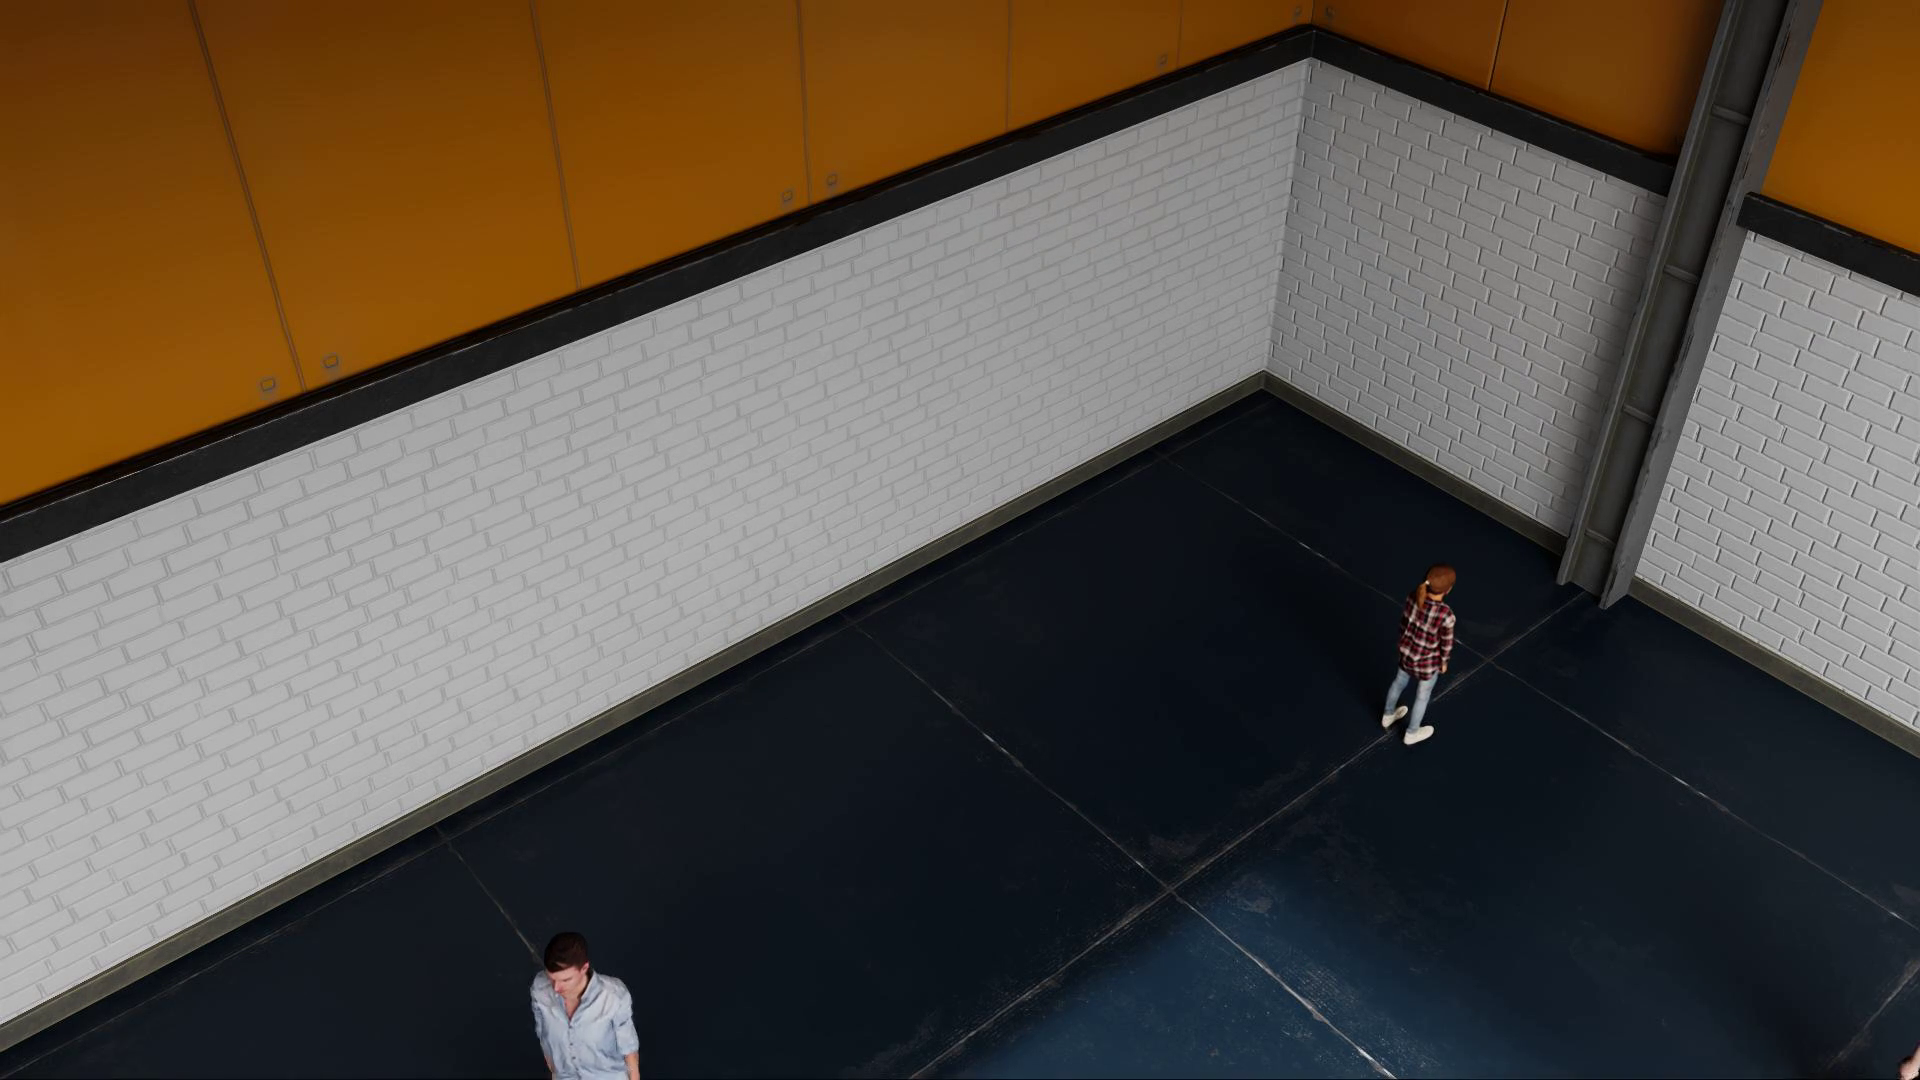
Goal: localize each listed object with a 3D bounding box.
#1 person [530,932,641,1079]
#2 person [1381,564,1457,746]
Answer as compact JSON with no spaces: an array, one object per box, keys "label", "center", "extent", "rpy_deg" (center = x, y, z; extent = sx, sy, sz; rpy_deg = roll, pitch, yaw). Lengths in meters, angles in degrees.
[{"label":"person","center":[-1.625,2.345,7.592],"extent":[0.885,1.836,0.936],"rpy_deg":[7,39,9]},{"label":"person","center":[2.797,0.683,10.103],"extent":[0.600,1.300,0.446],"rpy_deg":[-24,45,-27]}]
